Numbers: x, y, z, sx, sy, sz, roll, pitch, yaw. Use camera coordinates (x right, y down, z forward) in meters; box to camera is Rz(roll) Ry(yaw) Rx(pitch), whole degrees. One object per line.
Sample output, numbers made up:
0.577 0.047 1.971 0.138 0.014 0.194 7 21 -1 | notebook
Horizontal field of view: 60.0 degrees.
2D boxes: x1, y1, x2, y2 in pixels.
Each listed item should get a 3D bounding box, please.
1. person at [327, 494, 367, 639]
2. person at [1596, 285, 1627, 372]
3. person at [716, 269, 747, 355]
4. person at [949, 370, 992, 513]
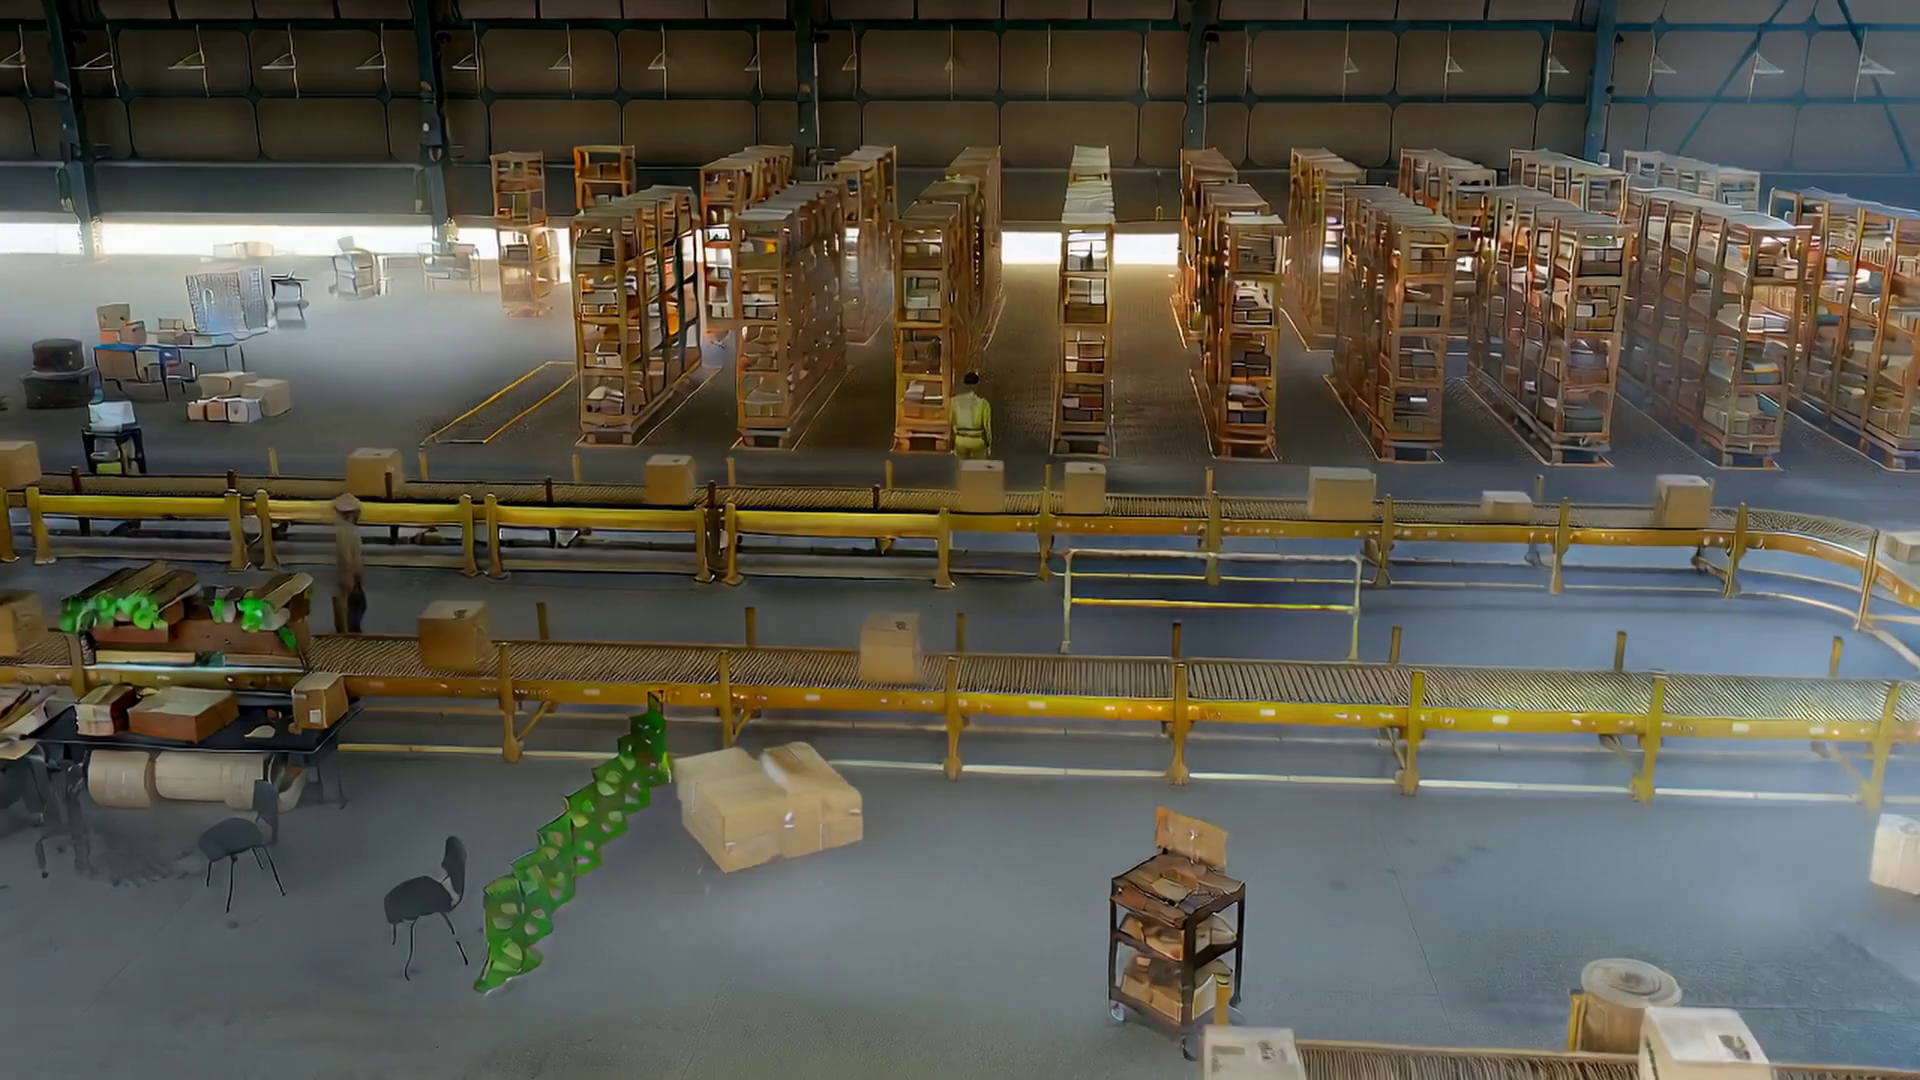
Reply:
-6.430 0.369 17.509 0.427 1.751 0.551 -2 18 -5 | person
12.267 -4.036 31.368 0.563 1.837 0.383 10 20 29 | person
-4.457 -4.498 32.859 0.690 1.815 0.600 -3 18 -9 | person
0.146 -1.348 22.686 0.623 1.935 0.436 9 20 27 | person
